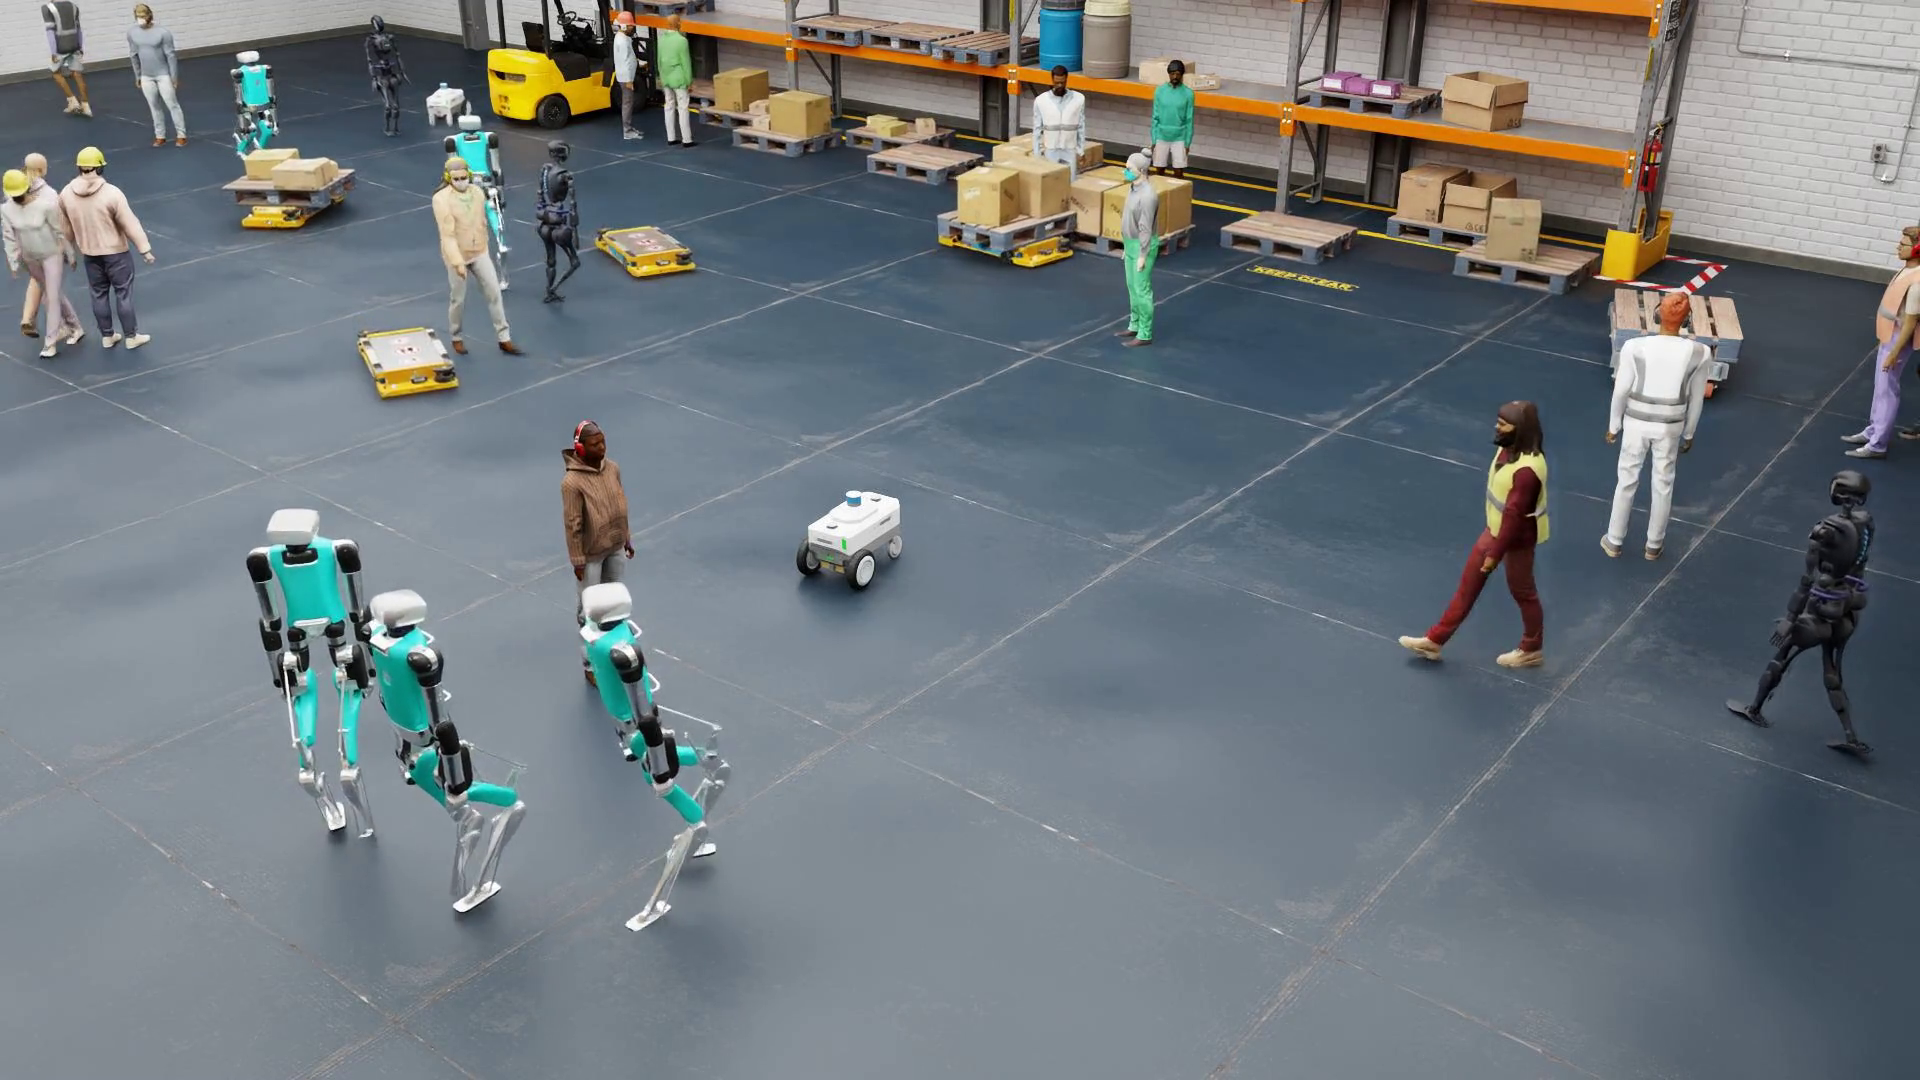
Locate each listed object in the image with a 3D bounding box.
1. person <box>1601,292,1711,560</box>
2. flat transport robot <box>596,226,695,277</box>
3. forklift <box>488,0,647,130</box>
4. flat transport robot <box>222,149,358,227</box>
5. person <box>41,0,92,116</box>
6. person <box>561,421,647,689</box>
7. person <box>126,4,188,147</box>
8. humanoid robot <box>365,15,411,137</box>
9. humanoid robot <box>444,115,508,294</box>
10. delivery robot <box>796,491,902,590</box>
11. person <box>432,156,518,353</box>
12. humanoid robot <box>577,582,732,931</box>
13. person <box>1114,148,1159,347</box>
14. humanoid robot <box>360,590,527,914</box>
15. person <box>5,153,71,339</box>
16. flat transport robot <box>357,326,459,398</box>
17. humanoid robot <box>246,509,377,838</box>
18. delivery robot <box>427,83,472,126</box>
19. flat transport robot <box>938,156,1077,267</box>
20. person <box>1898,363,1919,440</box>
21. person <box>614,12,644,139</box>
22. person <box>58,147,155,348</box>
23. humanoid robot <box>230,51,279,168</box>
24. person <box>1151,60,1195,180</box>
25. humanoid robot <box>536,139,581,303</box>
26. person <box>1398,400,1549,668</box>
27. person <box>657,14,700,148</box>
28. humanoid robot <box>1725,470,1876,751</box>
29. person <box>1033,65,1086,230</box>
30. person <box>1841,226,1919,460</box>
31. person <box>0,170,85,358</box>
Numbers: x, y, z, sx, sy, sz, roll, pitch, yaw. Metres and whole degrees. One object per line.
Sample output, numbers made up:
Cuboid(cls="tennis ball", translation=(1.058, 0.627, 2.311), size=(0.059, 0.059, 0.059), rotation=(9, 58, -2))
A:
Cuboid(cls="person", translation=(4.695, -0.758, 11.286), size=(0.573, 1.882, 0.361), rotation=(7, 27, 15))
Cuboid(cls="flat transport robot", translation=(-3.441, -3.159, 18.113), size=(0.659, 0.231, 1.431), rotation=(-13, 29, -25))
Cuboid(cls="forklift", translation=(-5.874, -7.334, 24.552), size=(1.214, 2.155, 2.313), rotation=(19, 32, 34))
Cuboid(cls="flat transport robot", translation=(-7.950, -4.004, 19.863), size=(0.659, 0.231, 1.431), rotation=(2, 26, 4))
Cuboid(cls="person", translation=(-13.332, -7.329, 24.732), size=(0.540, 2.024, 0.641), rotation=(11, 28, 21))
Cuboid(cls="person", translation=(-2.140, 0.069, 9.833), size=(0.337, 1.651, 0.457), rotation=(16, 30, 30))
Cuboid(cls="person", translation=(-11.052, -6.384, 22.885), size=(0.625, 1.931, 0.362), rotation=(1, 26, 2))
Cuboid(cls="humanoid robot", translation=(-8.097, -6.571, 23.557), size=(0.361, 1.657, 0.591), rotation=(18, 31, 33))
Cuboid(cls="humanoid robot", translation=(-4.819, -3.336, 16.818), size=(0.530, 1.801, 0.696), rotation=(-11, 28, -21))
Cuboid(cls="delivery robot", translation=(-0.733, -0.021, 11.308), size=(0.499, 0.614, 0.791), rotation=(15, 30, 28))
Cuboid(cls="person", translation=(-4.442, -2.576, 15.104), size=(0.667, 1.837, 0.554), rotation=(22, 33, 38))
Cuboid(cls="humanoid robot", translation=(-1.340, 0.954, 7.936), size=(0.851, 1.773, 0.539), rotation=(-16, 30, -29))
Cuboid(cls="person", translation=(1.648, -2.708, 15.387), size=(0.340, 1.838, 0.510), rotation=(-7, 27, -13))
Cuboid(cls="humanoid robot", translation=(-2.333, 1.031, 7.837), size=(0.540, 1.877, 0.693), rotation=(21, 33, 37))
Cuboid(cls="person", translation=(-8.532, -2.685, 15.426), size=(0.553, 1.752, 0.468), rotation=(3, 26, 6))
Cuboid(cls="flat transport robot", translation=(-4.971, -1.620, 14.926), size=(0.659, 0.231, 1.431), rotation=(-12, 28, -23))
Cuboid(cls="humanoid robot", translation=(-3.188, 0.792, 8.303), size=(0.531, 1.866, 0.681), rotation=(-5, 26, -11))
Cuboid(cls="delivery robot", translation=(-7.593, -6.443, 24.604), size=(0.499, 0.611, 0.815), rotation=(2, 26, 4))
Cuboid(cls="flat transport robot", translation=(0.505, -3.296, 18.396), size=(1.431, 0.231, 0.659), rotation=(23, 34, 39))
Cuboid(cls="person", translation=(7.802, -1.619, 13.010), size=(0.614, 1.928, 0.678), rotation=(9, 27, 17))
Cuboid(cls="person", translation=(-4.671, -6.541, 23.428), size=(0.351, 1.739, 0.572), rotation=(-6, 26, -12))
Cuboid(cls="person", translation=(-7.847, -2.657, 15.255), size=(0.820, 1.853, 0.434), rotation=(0, 26, 1))
Cuboid(cls="humanoid robot", translation=(-8.734, -5.108, 20.484), size=(0.694, 1.814, 0.540), rotation=(18, 31, 32))
Cuboid(cls="person", translation=(2.481, -4.680, 19.459), size=(0.500, 1.843, 0.397), rotation=(7, 27, 14))
Cuboid(cls="humanoid robot", translation=(-4.019, -3.127, 16.431), size=(0.614, 1.639, 0.435), rotation=(20, 32, 35))
Cuboid(cls="person", translation=(3.175, -0.001, 9.894), size=(0.918, 1.722, 0.485), rotation=(-2, 26, -5))
Cuboid(cls="person", translation=(-3.903, -6.324, 22.926), size=(0.550, 1.781, 0.384), rotation=(15, 30, 29))
Cuboid(cls="humanoid robot", translation=(4.804, 0.388, 9.206), size=(0.612, 1.636, 0.766), rotation=(-14, 29, -27))
Cuboid(cls="person", translation=(1.119, -4.410, 18.823), size=(0.600, 1.907, 0.398), rotation=(-3, 26, -6))
Cuboid(cls="person", translation=(7.264, -1.519, 12.903), size=(0.391, 1.846, 0.562), rotation=(10, 28, 20))
Cuboid(cls="person", translation=(-8.376, -2.526, 15.135), size=(0.534, 1.701, 0.861), rotation=(1, 26, 3))
